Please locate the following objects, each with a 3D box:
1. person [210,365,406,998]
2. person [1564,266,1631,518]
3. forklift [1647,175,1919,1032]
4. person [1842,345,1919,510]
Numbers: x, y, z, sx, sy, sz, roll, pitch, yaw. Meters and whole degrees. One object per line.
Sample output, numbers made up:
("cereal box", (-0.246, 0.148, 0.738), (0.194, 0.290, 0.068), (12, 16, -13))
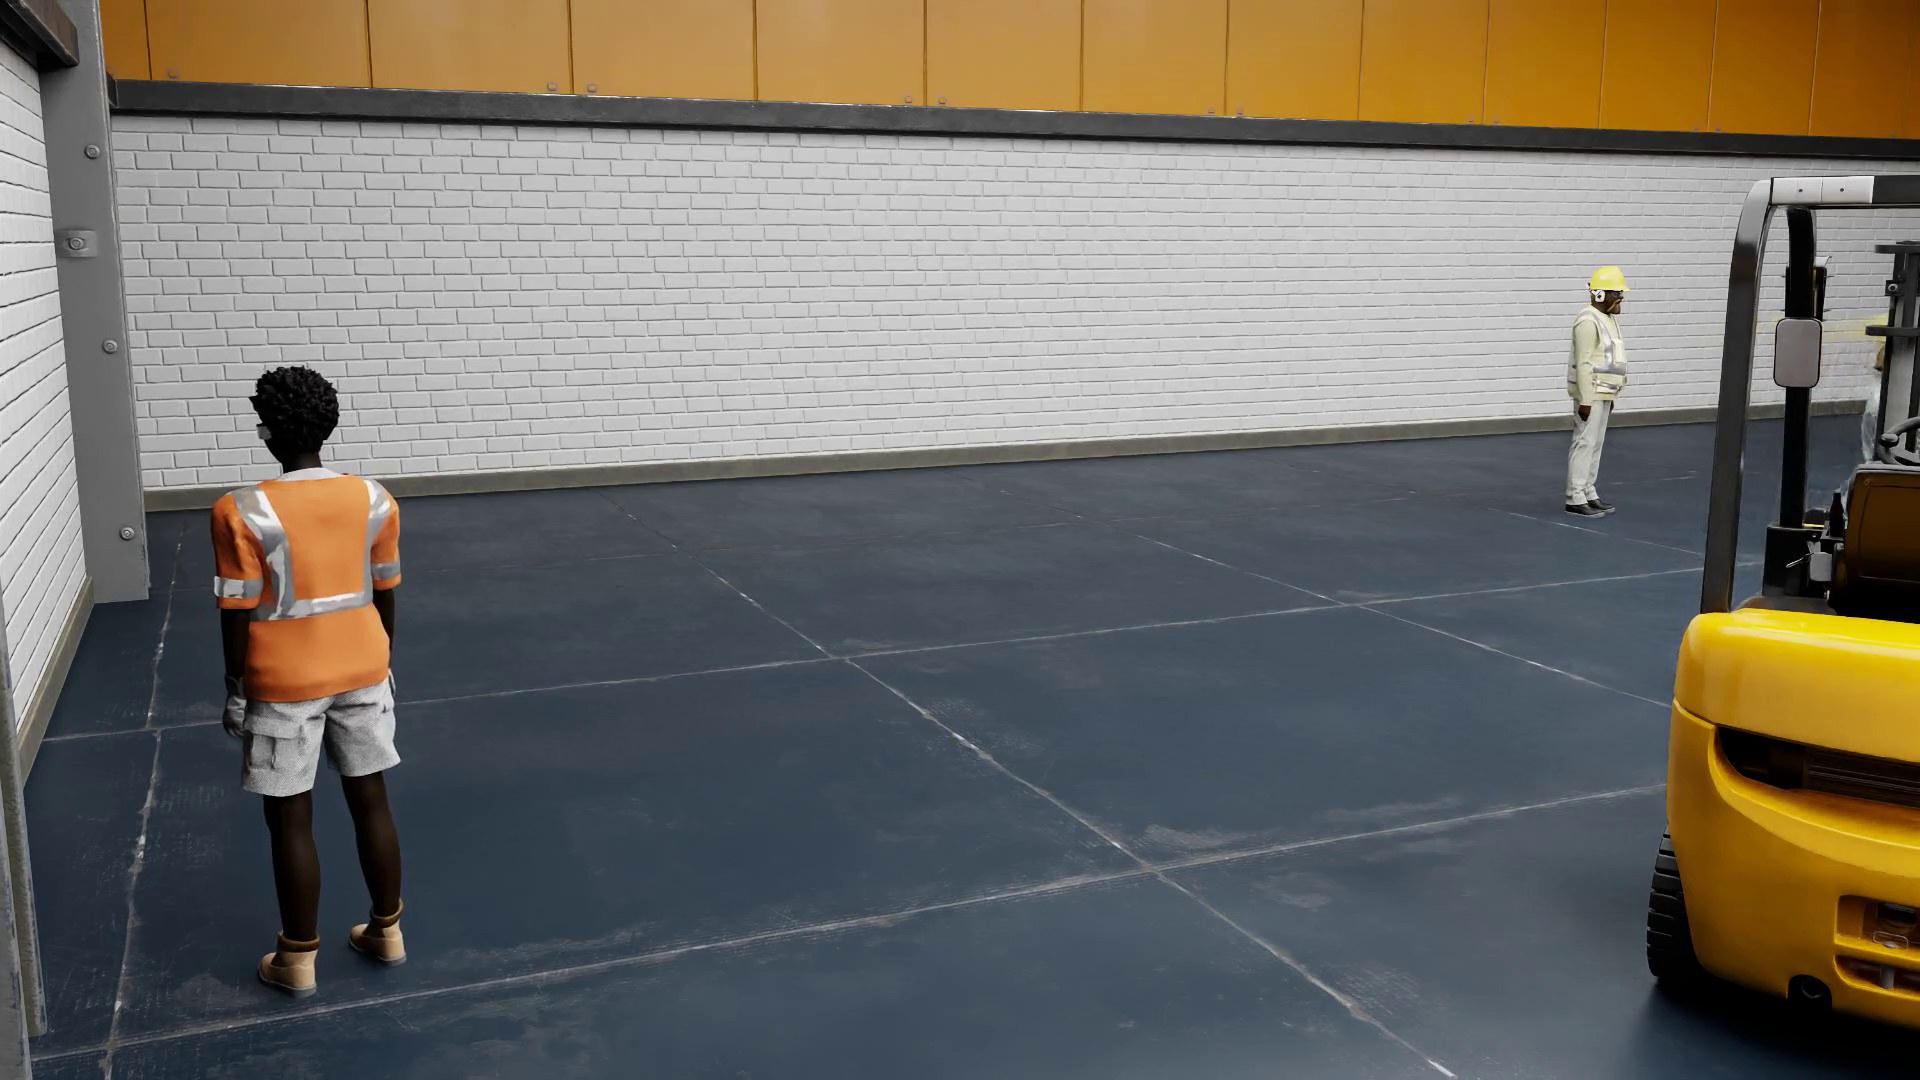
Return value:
("person", (-1.738, 0.377, 4.495), (0.320, 1.689, 0.529), (8, 13, 36))
("person", (4.644, -1.074, 12.133), (0.403, 1.825, 0.591), (7, 12, 34))
("forklift", (2.810, 0.094, 4.662), (1.214, 2.155, 2.313), (7, 12, 34))
("person", (3.912, -0.097, 6.995), (0.390, 1.725, 0.498), (8, 13, 39))
